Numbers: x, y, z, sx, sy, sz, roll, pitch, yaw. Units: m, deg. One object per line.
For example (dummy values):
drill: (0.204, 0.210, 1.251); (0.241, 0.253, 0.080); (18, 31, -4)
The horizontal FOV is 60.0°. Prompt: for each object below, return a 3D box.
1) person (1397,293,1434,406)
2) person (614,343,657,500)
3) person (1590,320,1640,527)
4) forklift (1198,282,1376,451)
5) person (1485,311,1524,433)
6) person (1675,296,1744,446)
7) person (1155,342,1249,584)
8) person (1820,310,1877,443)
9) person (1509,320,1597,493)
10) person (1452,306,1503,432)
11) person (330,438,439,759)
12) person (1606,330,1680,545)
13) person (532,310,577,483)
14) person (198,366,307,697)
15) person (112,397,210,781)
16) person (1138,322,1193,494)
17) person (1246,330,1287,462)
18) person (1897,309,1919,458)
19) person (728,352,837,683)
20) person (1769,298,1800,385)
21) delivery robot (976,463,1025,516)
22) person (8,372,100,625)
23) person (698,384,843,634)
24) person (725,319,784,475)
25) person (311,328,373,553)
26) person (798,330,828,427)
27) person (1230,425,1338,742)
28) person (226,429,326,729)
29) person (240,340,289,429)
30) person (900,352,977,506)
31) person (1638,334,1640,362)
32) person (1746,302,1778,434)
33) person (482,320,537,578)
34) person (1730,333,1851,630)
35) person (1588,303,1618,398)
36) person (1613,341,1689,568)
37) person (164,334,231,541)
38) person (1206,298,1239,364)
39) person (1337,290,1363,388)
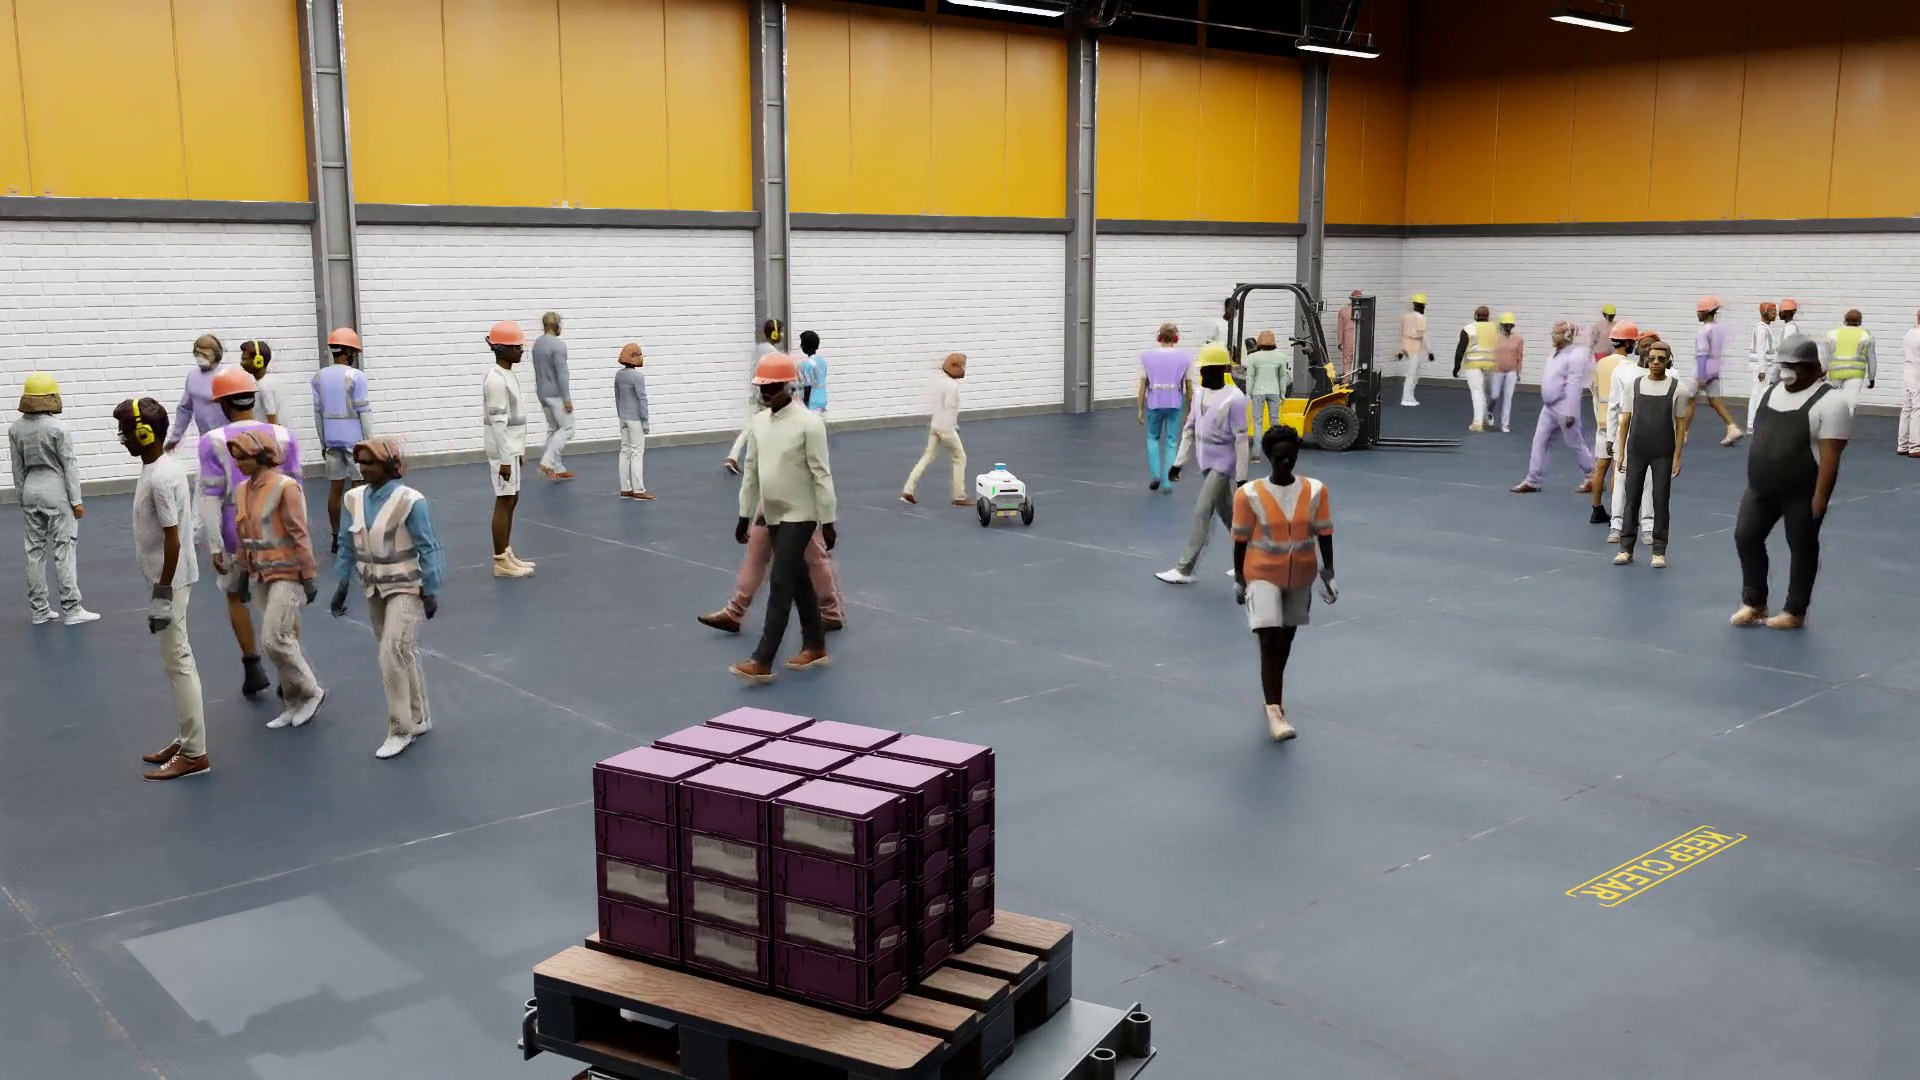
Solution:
person: (7.715, -3.213, 28.145); (0.588, 1.902, 0.601); (-2, 10, -11)
person: (-3.404, -1.232, 17.343); (0.497, 1.633, 0.284); (9, 14, 44)
person: (6.177, -1.088, 15.614); (0.357, 1.938, 0.542); (-3, 10, -19)
forklift: (4.328, -2.346, 22.227); (2.313, 2.155, 1.214); (3, 10, 16)
person: (7.863, -2.446, 24.108); (0.536, 1.747, 0.597); (1, 10, 4)
person: (9.997, -2.250, 22.207); (0.624, 2.014, 0.949); (-7, 12, -34)
person: (1.997, -0.599, 12.952); (1.014, 1.877, 0.605); (-4, 10, -22)
person: (12.176, -2.242, 22.769); (0.665, 1.794, 0.925); (7, 12, 37)
person: (6.447, -1.414, 17.759); (0.971, 1.866, 0.654); (-2, 10, -9)
person: (7.546, -2.503, 24.266); (0.656, 1.799, 0.784); (-1, 10, -5)
person: (-2.944, 0.292, 8.469); (0.520, 1.620, 0.636); (5, 11, 27)
person: (5.997, -0.899, 14.659); (0.575, 1.885, 0.355); (3, 10, 19)
person: (-4.542, -1.594, 18.590); (0.492, 1.933, 0.664); (-8, 13, -39)
person: (-3.989, -0.027, 9.463); (0.591, 1.908, 0.524); (-7, 12, -34)
person: (-3.878, 0.235, 8.086); (0.328, 1.865, 0.521); (-4, 11, -23)
person: (2.202, -1.410, 17.817); (0.590, 1.824, 0.528); (1, 10, 5)
person: (3.767, -1.770, 20.493); (0.507, 1.630, 0.268); (0, 10, -1)
person: (12.121, -1.989, 20.960); (0.409, 1.913, 0.651); (1, 10, 6)
person: (-1.137, -0.135, 9.950); (0.940, 1.955, 0.655); (-9, 13, -43)
person: (12.419, -2.652, 24.856); (0.845, 1.910, 0.551); (4, 10, 22)
delivery robot: (0.385, -0.487, 15.863); (0.477, 0.478, 0.707); (-2, 10, -12)
person: (-6.264, -0.282, 11.461); (0.487, 1.744, 0.297); (2, 10, 10)
person: (-1.221, -0.261, 11.036); (0.959, 1.850, 0.633); (-6, 11, -30)
person: (-2.319, -1.661, 19.336); (0.966, 1.824, 0.581); (-7, 12, -36)
person: (-5.222, -0.841, 14.196); (0.543, 1.928, 0.373); (3, 10, 16)
person: (-1.680, -1.537, 18.944); (0.319, 1.697, 0.533); (3, 10, 15)
person: (1.720, 0.208, 8.849); (0.533, 1.644, 0.875); (-1, 10, -9)
person: (-3.662, 0.216, 8.875); (0.543, 1.622, 0.370); (7, 12, 37)
person: (-5.665, -0.702, 13.595); (0.545, 1.854, 0.498); (-3, 10, -15)
person: (-0.230, -1.113, 16.822); (0.785, 1.578, 0.523); (-3, 10, -16)
person: (8.259, -1.682, 20.003); (0.321, 1.631, 0.523); (7, 12, 37)
person: (11.420, -2.440, 23.679); (0.342, 1.883, 0.587); (5, 11, 26)
person: (-3.550, -0.707, 13.120); (0.394, 2.038, 0.606); (-1, 10, -7)
person: (5.543, -0.386, 11.201); (0.642, 2.000, 0.713); (-5, 11, -27)
person: (11.229, -3.276, 29.039); (0.544, 1.722, 0.839); (-2, 10, -9)
person: (5.638, -0.695, 13.581); (0.507, 1.847, 0.345); (6, 11, 30)
person: (-6.403, -0.821, 14.233); (0.730, 1.879, 1.026); (8, 13, 40)
person: (3.865, -2.631, 24.699); (0.702, 1.927, 0.368); (-8, 13, -40)
person: (7.348, -3.686, 30.912); (0.651, 1.907, 0.409); (3, 10, 17)
